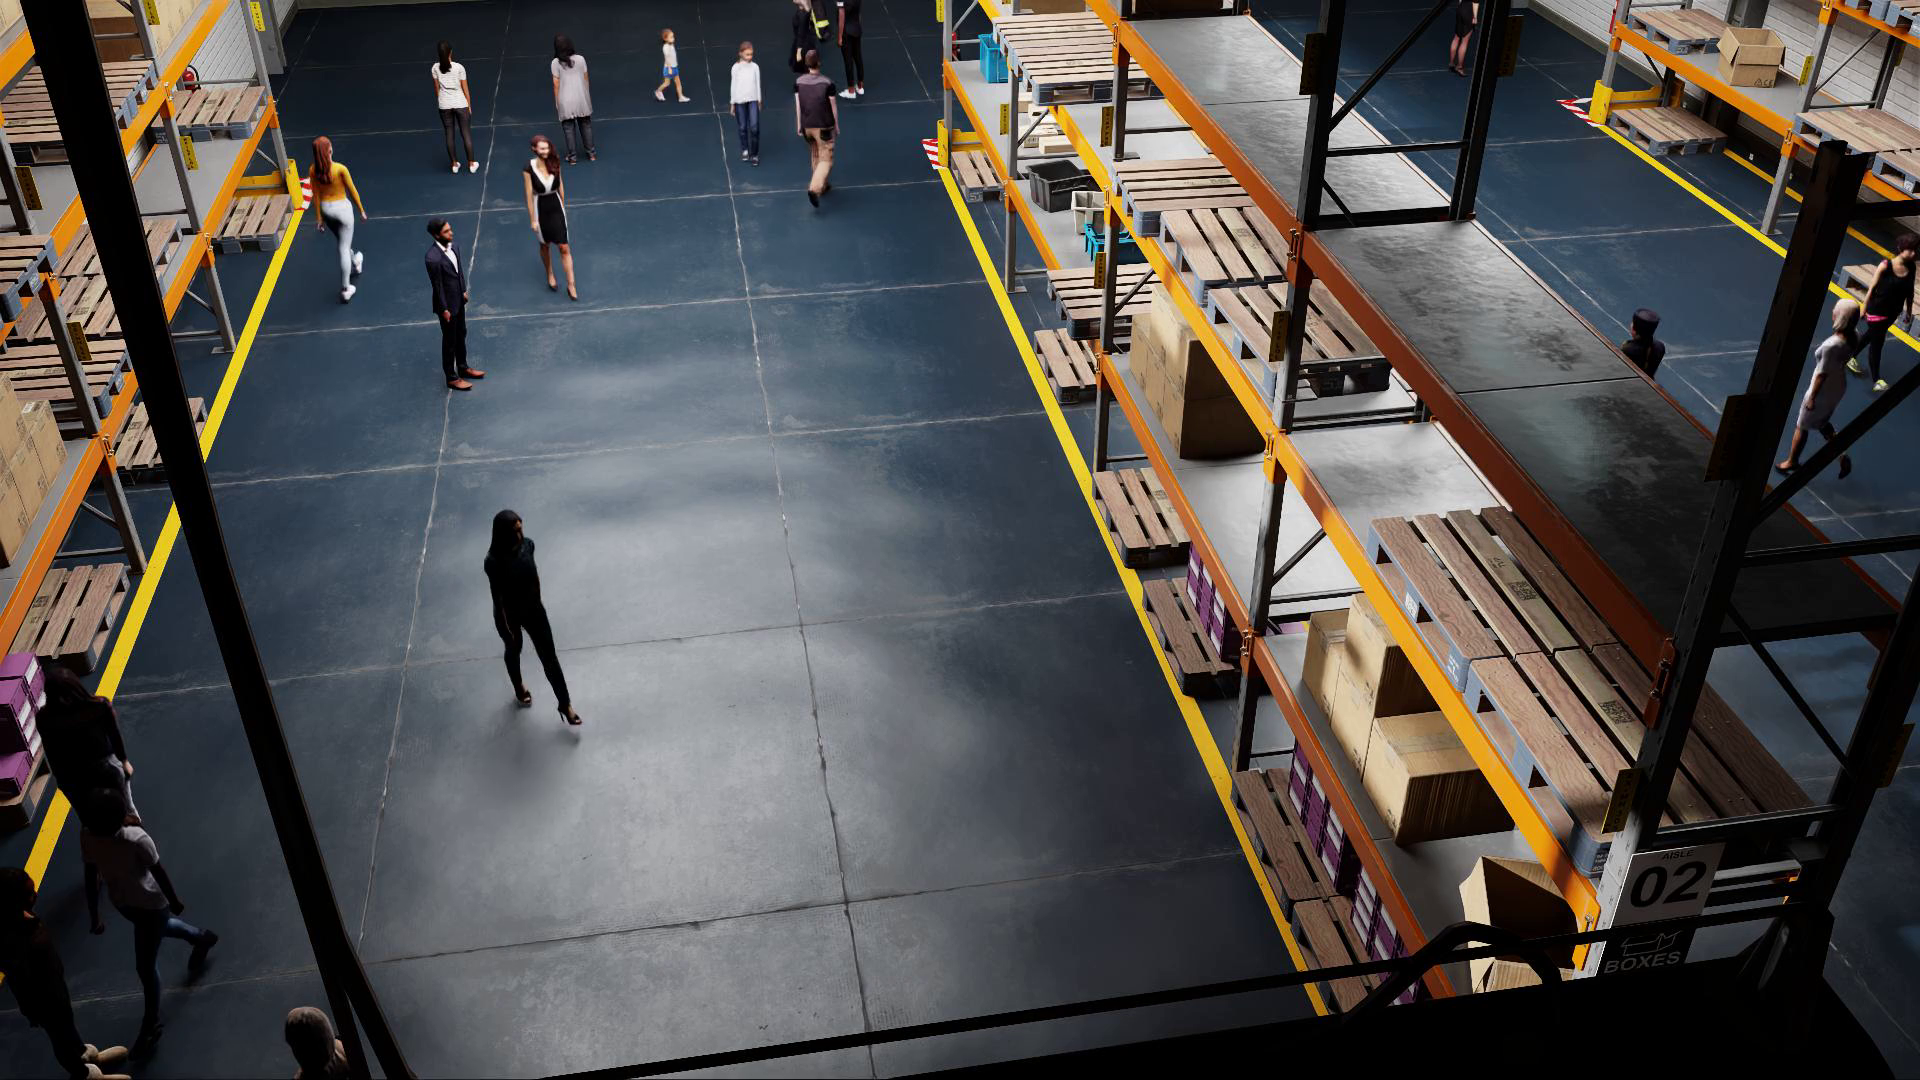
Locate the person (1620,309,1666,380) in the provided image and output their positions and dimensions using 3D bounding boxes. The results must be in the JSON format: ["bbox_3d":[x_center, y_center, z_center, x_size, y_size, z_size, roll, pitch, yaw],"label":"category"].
[{"bbox_3d":[5.766,-1.118,14.229,0.834,1.625,1.109,-11,35,-17],"label":"person"}]

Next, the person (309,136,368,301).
[{"bbox_3d":[-6.568,-3.354,17.511,0.736,1.716,1.128,0,34,-1],"label":"person"}]

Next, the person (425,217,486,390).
[{"bbox_3d":[-4.882,-2.275,15.881,0.753,1.723,0.596,7,34,10],"label":"person"}]

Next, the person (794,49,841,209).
[{"bbox_3d":[-1.706,-4.841,19.661,1.030,1.811,1.197,12,35,17],"label":"person"}]

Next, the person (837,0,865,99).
[{"bbox_3d":[-1.518,-6.996,22.978,0.757,1.728,0.703,23,40,30],"label":"person"}]

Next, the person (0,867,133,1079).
[{"bbox_3d":[-4.935,2.394,8.915,0.723,1.659,0.660,5,34,7],"label":"person"}]

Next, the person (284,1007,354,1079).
[{"bbox_3d":[-2.981,2.889,8.014,0.715,1.831,0.595,11,35,17],"label":"person"}]

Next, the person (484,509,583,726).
[{"bbox_3d":[-3.160,0.504,11.717,0.938,1.705,1.080,-28,43,-35],"label":"person"}]

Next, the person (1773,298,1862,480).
[{"bbox_3d":[7.531,-1.248,14.326,0.788,1.735,0.978,-20,38,-27],"label":"person"}]

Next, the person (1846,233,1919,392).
[{"bbox_3d":[8.860,-2.244,16.025,0.559,1.511,1.000,-6,34,-9],"label":"person"}]

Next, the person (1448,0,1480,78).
[{"bbox_3d":[7.236,-7.503,23.762,0.663,1.706,0.459,-9,35,-13],"label":"person"}]

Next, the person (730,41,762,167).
[{"bbox_3d":[-2.688,-5.540,20.967,0.583,1.531,0.774,-1,34,-1],"label":"person"}]

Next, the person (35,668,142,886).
[{"bbox_3d":[-5.405,1.463,10.362,0.632,1.608,0.568,-11,35,-16],"label":"person"}]

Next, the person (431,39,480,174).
[{"bbox_3d":[-6.278,-5.372,20.613,0.554,1.644,0.503,-4,34,-6],"label":"person"}]

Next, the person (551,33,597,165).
[{"bbox_3d":[-4.878,-5.558,20.923,0.728,1.608,0.765,-18,38,-25],"label":"person"}]

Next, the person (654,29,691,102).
[{"bbox_3d":[-4.032,-6.534,22.936,0.673,1.006,0.713,10,35,14],"label":"person"}]

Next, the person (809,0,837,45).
[{"bbox_3d":[-2.236,-8.538,25.126,1.147,1.920,1.374,-19,38,-26],"label":"person"}]

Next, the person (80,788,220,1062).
[{"bbox_3d":[-4.611,2.015,9.471,0.918,1.674,1.227,8,34,12],"label":"person"}]

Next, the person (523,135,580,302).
[{"bbox_3d":[-4.389,-3.441,17.594,0.832,1.769,1.066,-18,38,-25],"label":"person"}]
